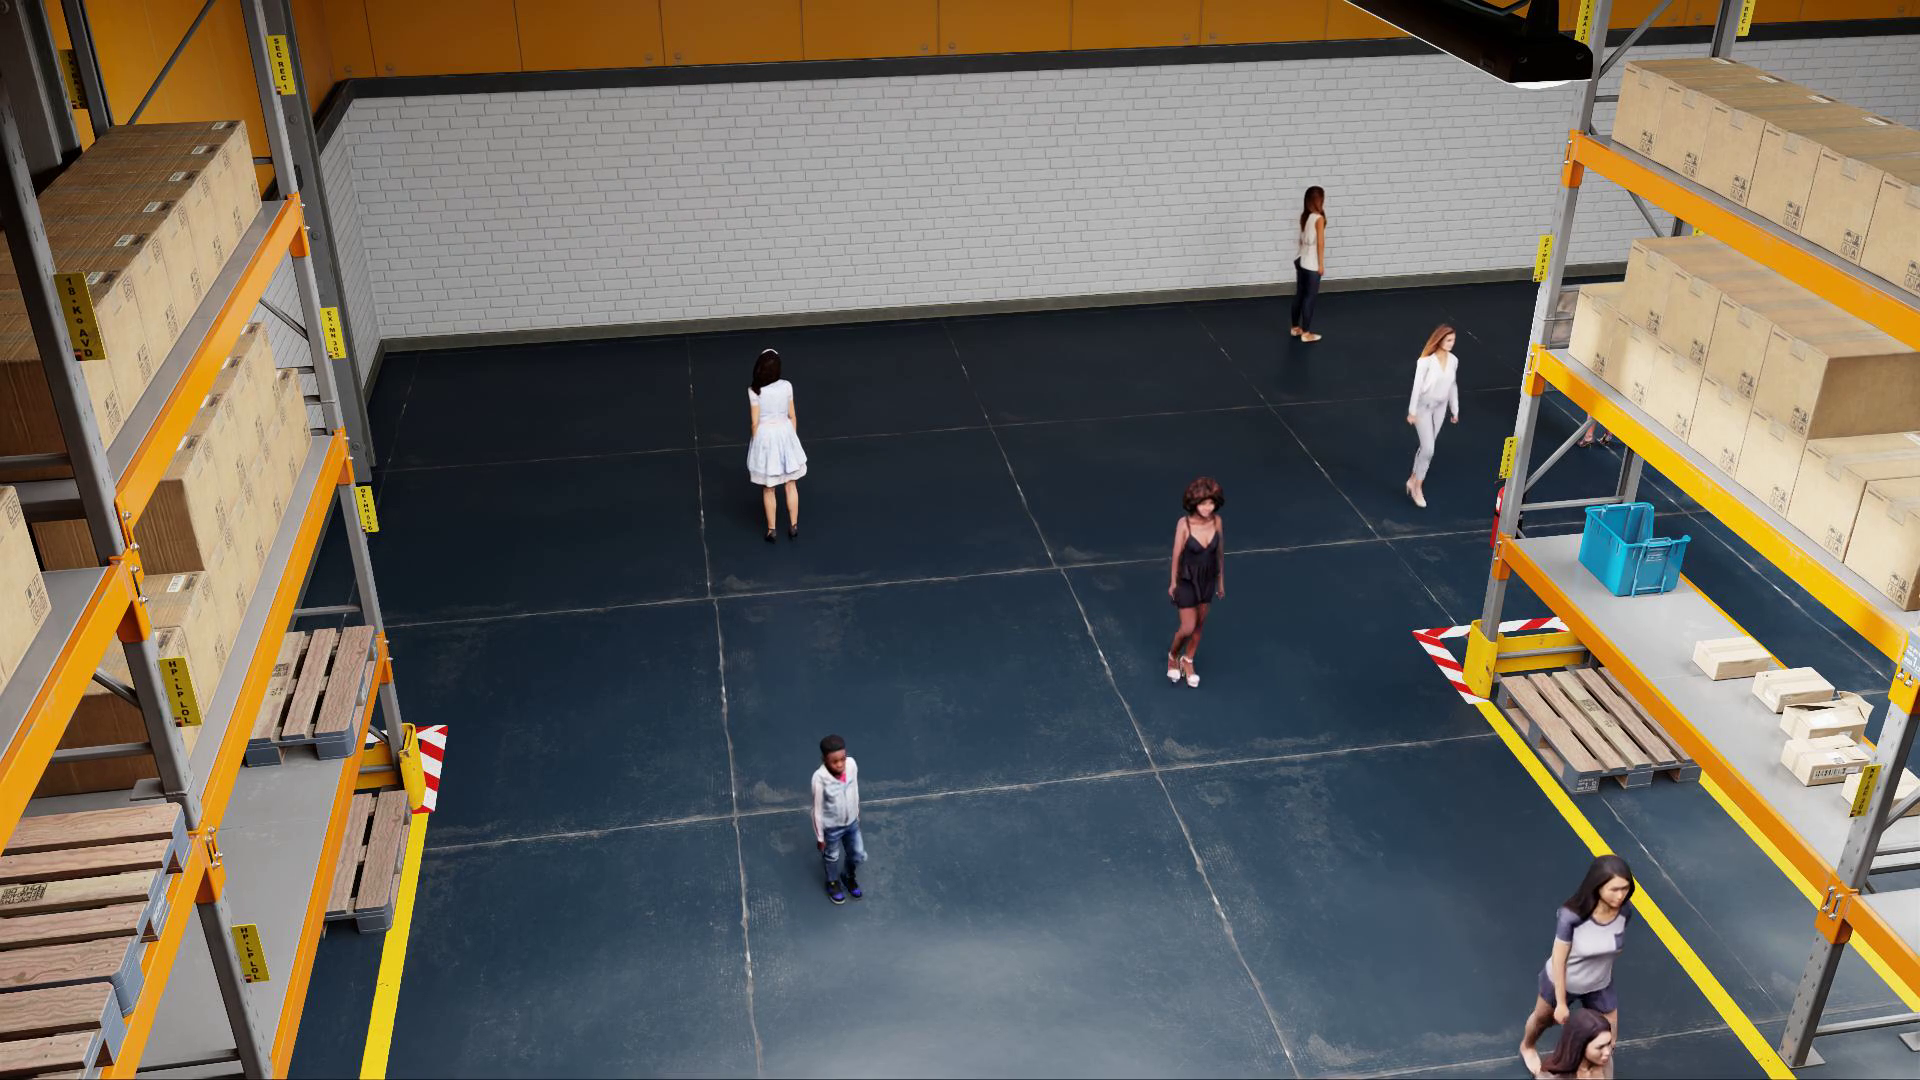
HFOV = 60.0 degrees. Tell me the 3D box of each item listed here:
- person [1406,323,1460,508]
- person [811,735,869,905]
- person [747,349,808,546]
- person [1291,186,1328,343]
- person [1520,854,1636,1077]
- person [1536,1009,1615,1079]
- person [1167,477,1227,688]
[{"bbox_3d":[4.269,-1.183,15.305,0.691,1.754,0.707,-13,31,-22],"label":"person"},{"bbox_3d":[-0.795,1.724,10.503,0.568,1.248,0.602,-15,32,-26],"label":"person"},{"bbox_3d":[-1.615,-0.808,14.548,0.731,1.818,0.756,-9,30,-16],"label":"person"},{"bbox_3d":[3.923,-3.131,18.843,0.709,1.784,0.553,-11,30,-19],"label":"person"},{"bbox_3d":[3.286,2.333,8.955,0.600,1.661,1.075,-5,29,-9],"label":"person"},{"bbox_3d":[2.829,2.884,7.854,0.641,1.747,0.595,-13,31,-22],"label":"person"},{"bbox_3d":[1.740,0.295,12.567,0.614,1.780,0.671,-11,31,-20],"label":"person"}]
